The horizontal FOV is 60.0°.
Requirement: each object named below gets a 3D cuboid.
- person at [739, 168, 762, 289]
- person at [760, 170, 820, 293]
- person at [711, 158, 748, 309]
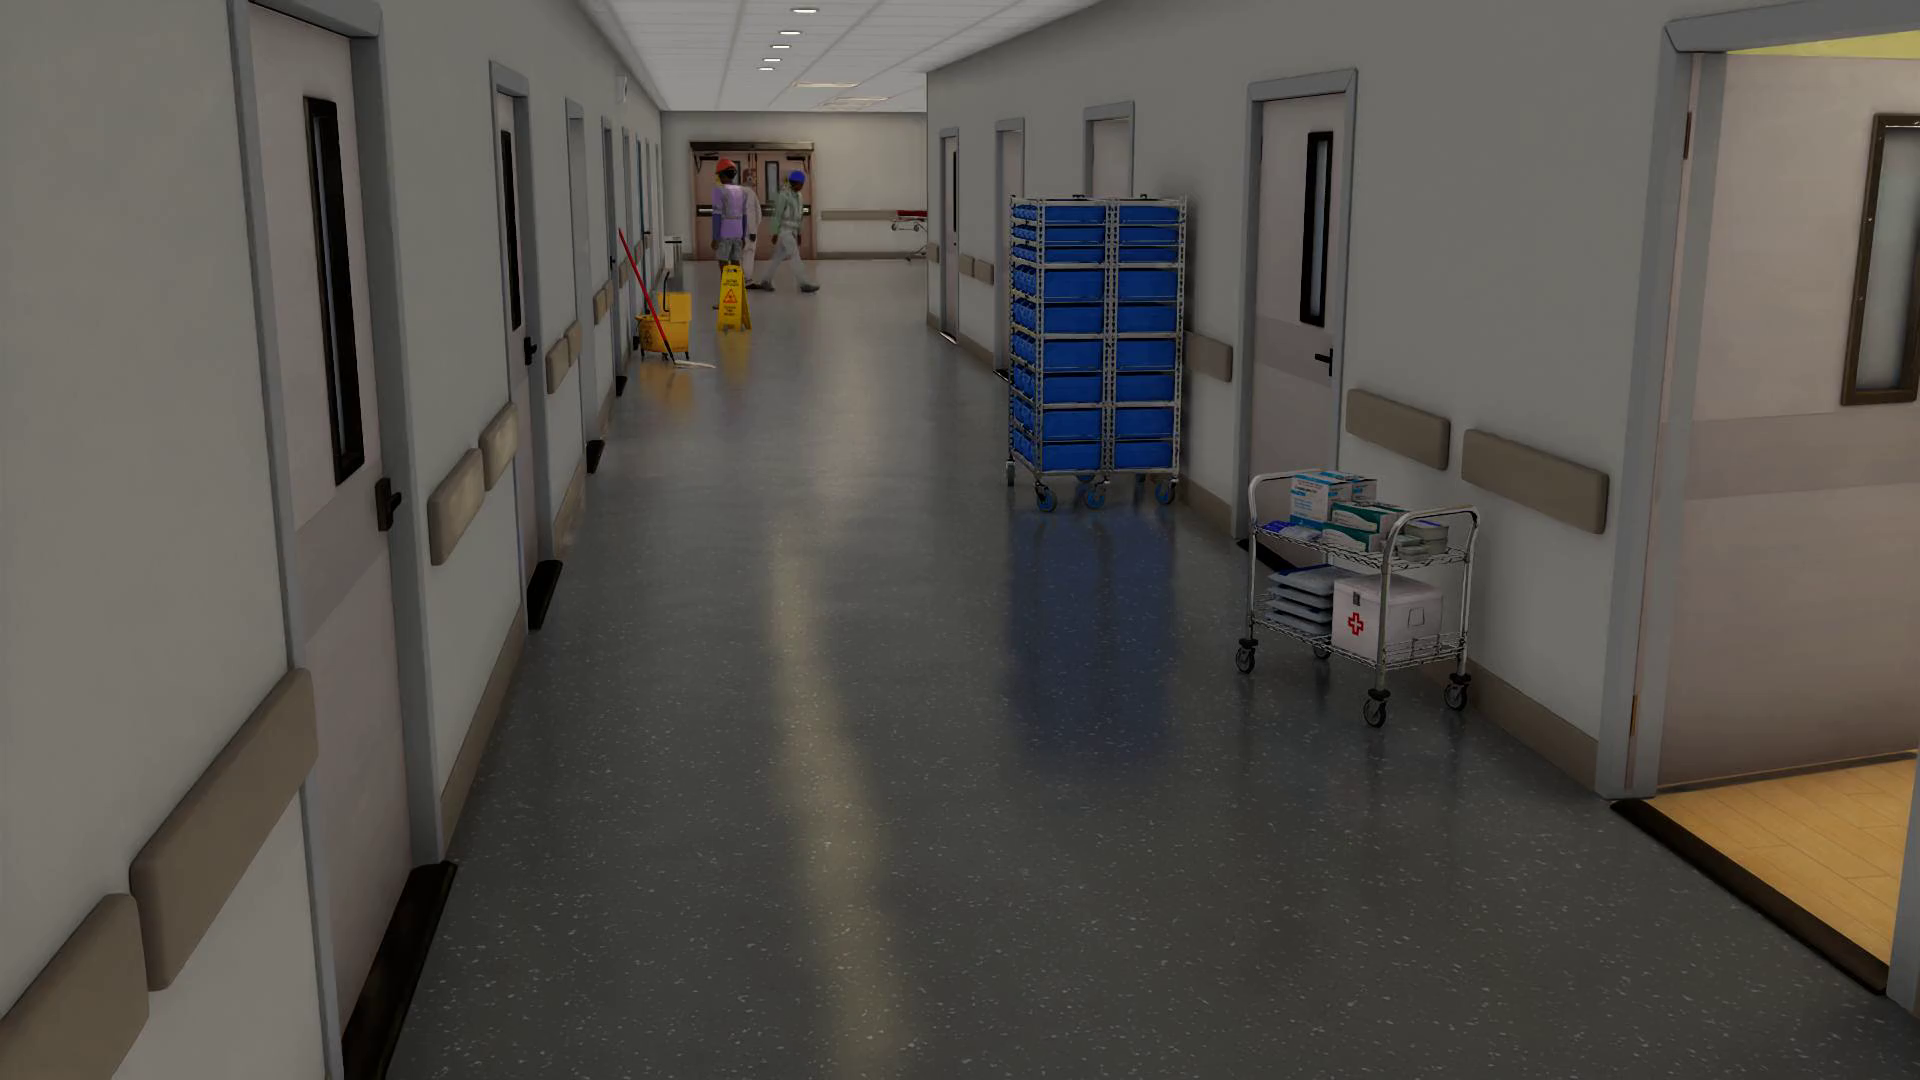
[{"bbox_3d":[-3.328,-4.917,26.317,0.400,1.902,0.653,-5,14,-21],"label":"person"},{"bbox_3d":[-2.694,-4.752,25.666,1.033,1.879,0.598,4,13,17],"label":"person"},{"bbox_3d":[-3.153,-4.151,22.617,0.403,2.030,0.612,9,16,35],"label":"person"}]
